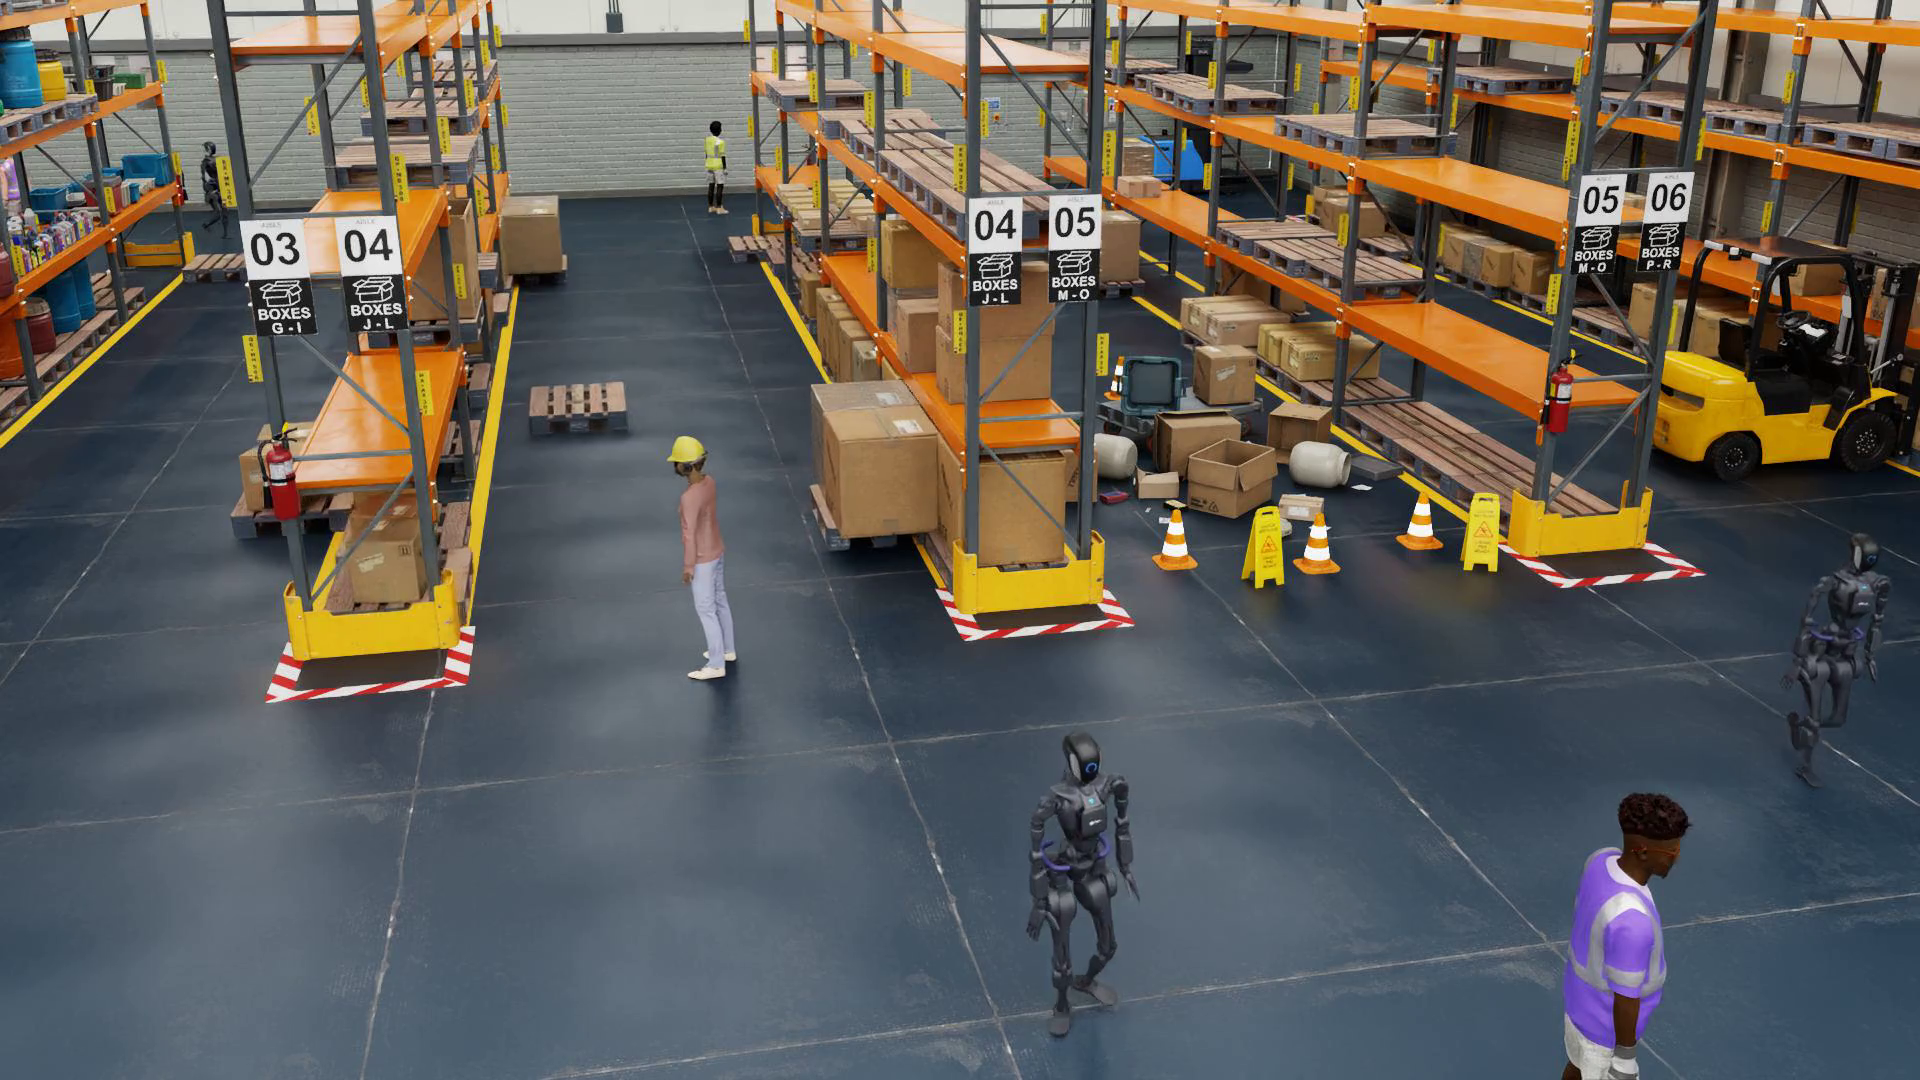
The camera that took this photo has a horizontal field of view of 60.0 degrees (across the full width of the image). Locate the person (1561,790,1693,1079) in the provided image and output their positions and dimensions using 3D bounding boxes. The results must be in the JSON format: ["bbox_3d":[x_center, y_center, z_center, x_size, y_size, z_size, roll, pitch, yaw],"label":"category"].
[{"bbox_3d":[2.614,1.889,6.683,0.362,1.962,0.612,3,21,7],"label":"person"}]

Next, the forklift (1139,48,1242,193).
[{"bbox_3d":[4.566,-8.313,32.860,1.873,2.768,1.129,-4,21,-12],"label":"forklift"}]

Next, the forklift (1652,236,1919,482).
[{"bbox_3d":[8.013,-1.814,16.330,2.313,2.155,1.214,-4,21,-12],"label":"forklift"}]

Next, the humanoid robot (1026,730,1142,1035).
[{"bbox_3d":[0.554,1.595,7.884,0.606,1.636,0.429,-11,23,-27],"label":"humanoid robot"}]

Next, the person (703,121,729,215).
[{"bbox_3d":[-4.481,-6.842,30.588,0.539,1.686,0.324,17,26,37],"label":"person"}]

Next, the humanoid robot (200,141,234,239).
[{"bbox_3d":[-12.620,-5.915,28.121,0.425,1.645,0.612,6,21,16],"label":"humanoid robot"}]

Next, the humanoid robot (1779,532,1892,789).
[{"bbox_3d":[5.369,0.686,10.337,0.616,1.638,0.572,-3,21,-9],"label":"humanoid robot"}]

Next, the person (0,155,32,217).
[{"bbox_3d":[-15.370,-5.564,27.150,0.352,1.688,0.489,11,23,27],"label":"person"}]

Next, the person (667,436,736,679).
[{"bbox_3d":[-1.846,0.115,11.766,0.376,1.754,0.535,3,21,8],"label":"person"}]
